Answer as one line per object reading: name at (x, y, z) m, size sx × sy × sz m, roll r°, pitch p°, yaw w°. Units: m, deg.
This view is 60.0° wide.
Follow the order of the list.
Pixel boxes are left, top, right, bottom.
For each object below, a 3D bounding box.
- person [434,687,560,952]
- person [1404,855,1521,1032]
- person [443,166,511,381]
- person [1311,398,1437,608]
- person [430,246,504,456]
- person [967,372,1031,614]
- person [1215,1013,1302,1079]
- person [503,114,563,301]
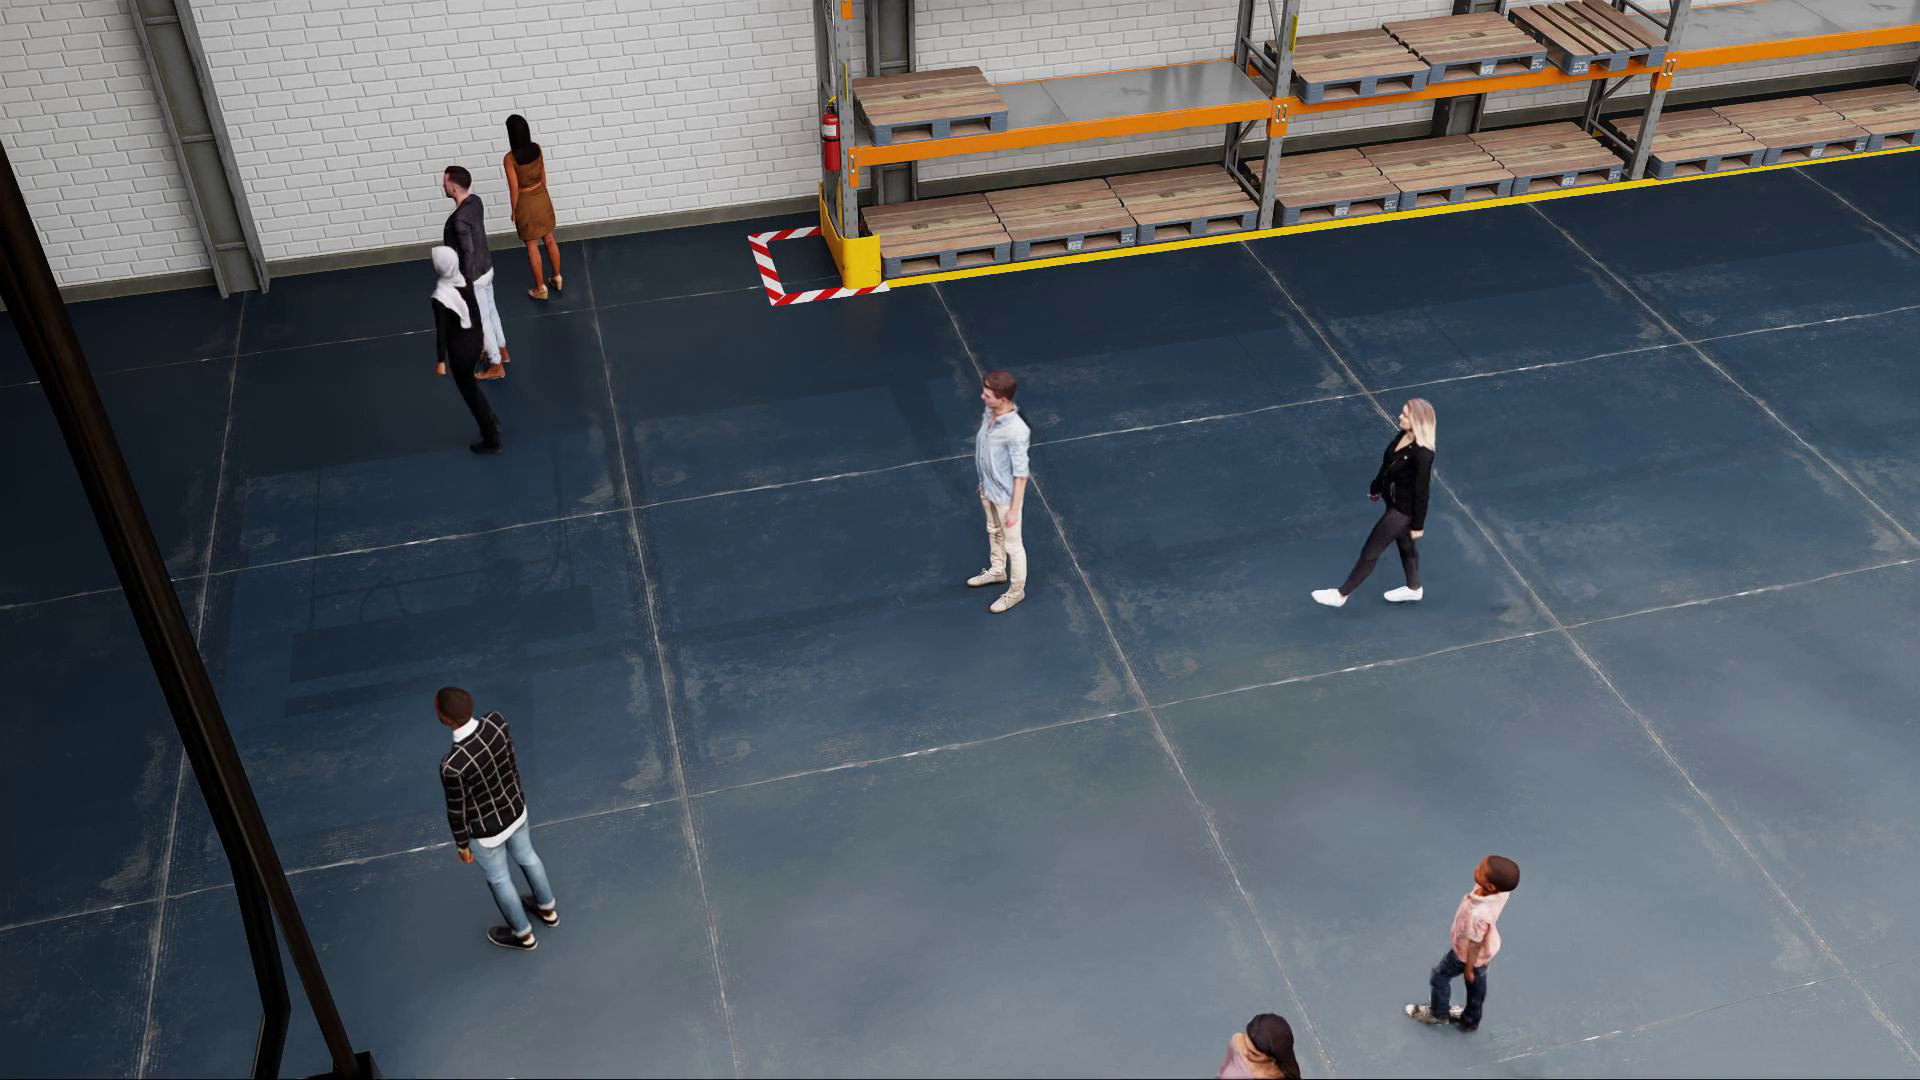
person at (-2.455, 1.476, 8.813) m, size 0.809 × 1.812 × 0.748 m, roll 20°, pitch 43°, yaw 23°
person at (2.676, 2.087, 8.461) m, size 0.696 × 1.297 × 0.637 m, roll 28°, pitch 47°, yaw 31°
person at (-3.881, -2.147, 13.331) m, size 0.638 × 1.837 × 0.711 m, roll 0°, pitch 39°, yaw 0°
person at (3.027, -0.213, 11.056) m, size 1.100 × 1.653 × 0.786 m, roll -2°, pitch 39°, yaw -3°
person at (-3.613, -1.372, 12.415) m, size 0.744 × 1.769 × 0.712 m, roll 8°, pitch 39°, yaw 10°
person at (0.283, -0.338, 11.058) m, size 0.609 × 1.846 × 0.696 m, roll -18°, pitch 42°, yaw -21°
person at (1.277, 2.649, 7.347) m, size 0.663 × 1.810 × 0.688 m, roll -26°, pitch 45°, yaw -29°
person at (-3.697, -2.876, 14.361) m, size 0.699 × 1.690 × 0.627 m, roll 23°, pitch 44°, yaw 26°
